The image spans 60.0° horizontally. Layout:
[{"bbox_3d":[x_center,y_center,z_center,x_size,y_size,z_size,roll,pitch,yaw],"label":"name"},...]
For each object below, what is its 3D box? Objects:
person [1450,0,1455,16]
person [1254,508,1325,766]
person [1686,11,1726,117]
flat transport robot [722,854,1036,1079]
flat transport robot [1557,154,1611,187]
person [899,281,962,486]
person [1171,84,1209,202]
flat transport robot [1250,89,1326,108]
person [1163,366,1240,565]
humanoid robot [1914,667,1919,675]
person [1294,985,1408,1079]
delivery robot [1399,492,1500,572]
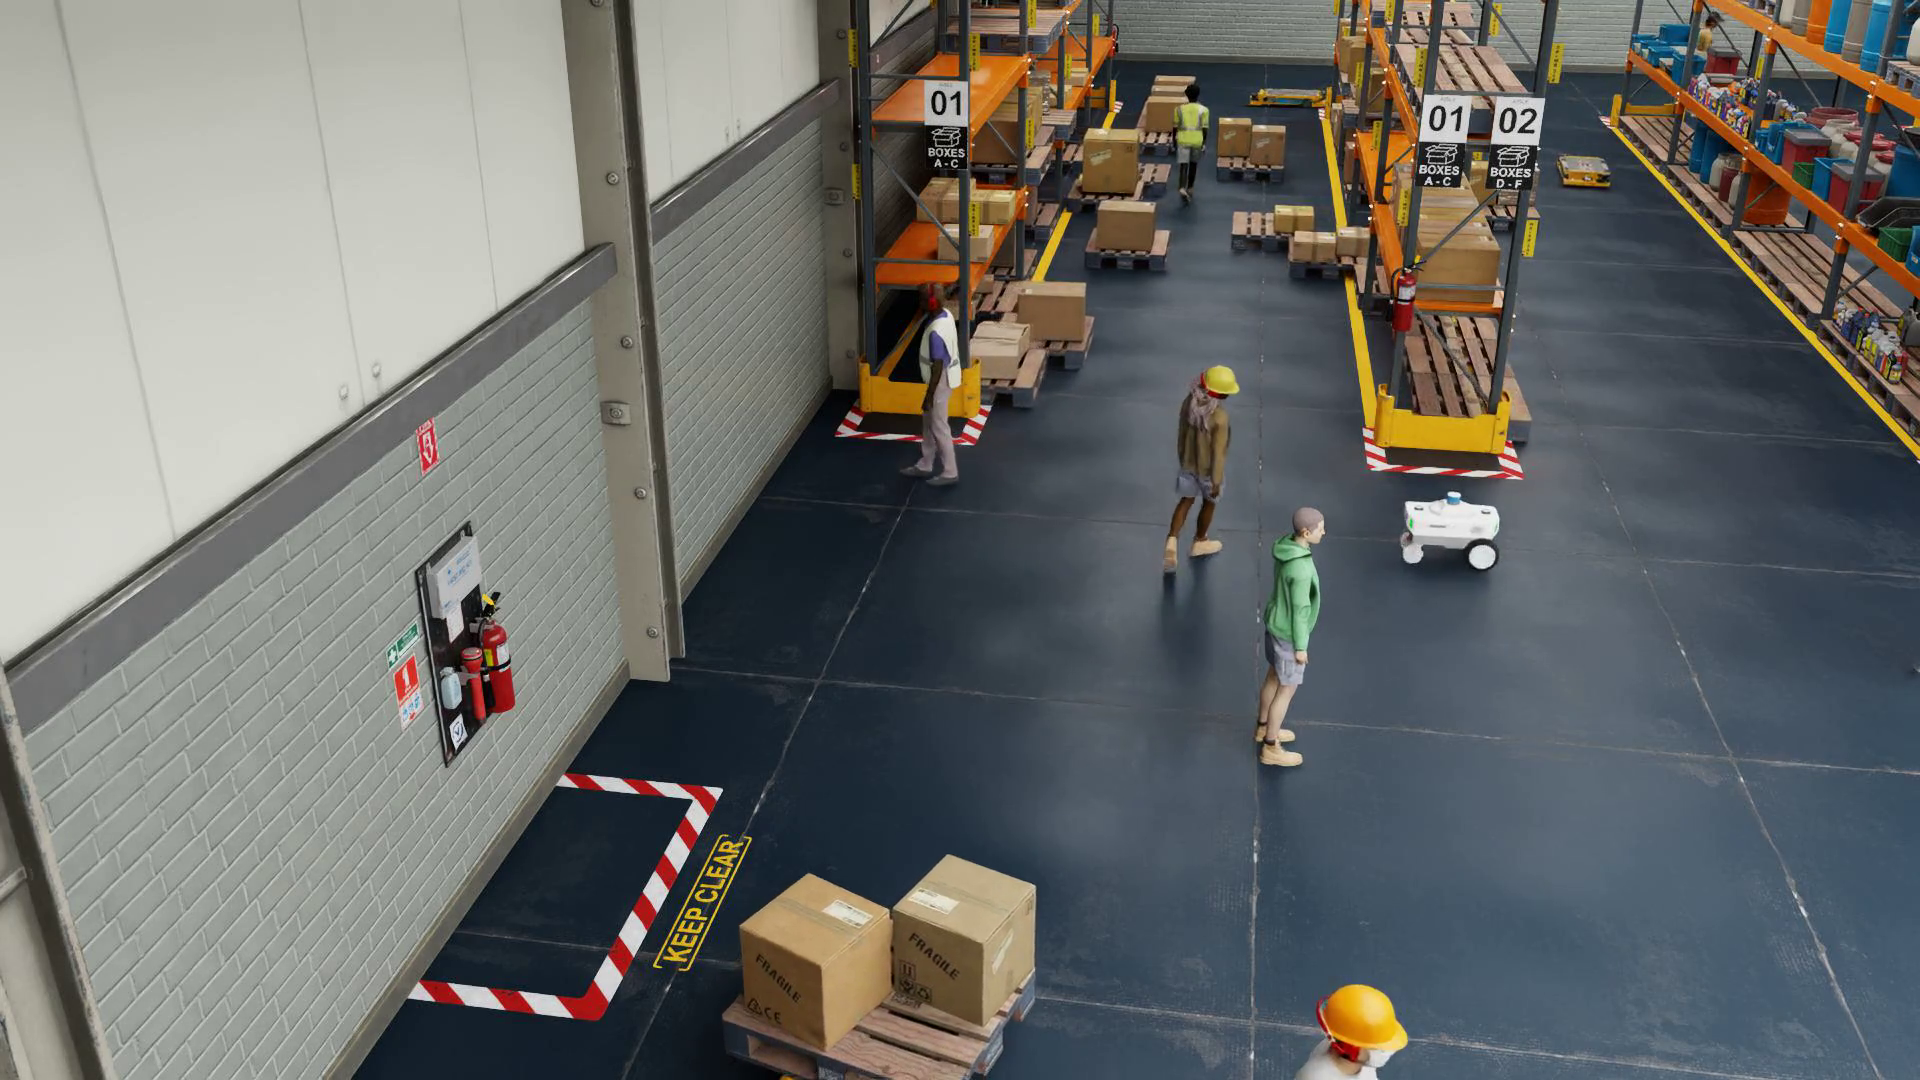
[{"bbox_3d":[9.240,-9.398,31.701,0.523,1.769,0.313,-3,25,-7],"label":"person"},{"bbox_3d":[2.045,0.595,10.370,0.315,1.727,0.477,-1,25,-3],"label":"person"},{"bbox_3d":[13.264,-8.472,29.631,0.437,1.837,0.562,6,26,13],"label":"person"},{"bbox_3d":[-0.393,2.460,8.093,0.659,0.231,1.431,12,27,23],"label":"flat transport robot"},{"bbox_3d":[9.534,-5.646,25.442,0.659,0.231,1.431,6,26,13],"label":"flat transport robot"},{"bbox_3d":[-0.235,-1.345,14.401,0.510,1.841,0.573,1,25,1],"label":"person"},{"bbox_3d":[3.298,-5.704,23.950,0.534,1.643,0.847,3,25,7],"label":"person"},{"bbox_3d":[6.124,-8.218,30.946,1.431,0.231,0.659,4,25,9],"label":"flat transport robot"},{"bbox_3d":[1.870,-0.580,12.898,0.541,1.700,0.704,22,33,39],"label":"person"},{"bbox_3d":[6.868,0.289,11.113,0.788,1.859,0.531,12,28,24],"label":"humanoid robot"},{"bbox_3d":[1.390,2.435,6.246,0.399,1.886,0.558,16,30,31],"label":"person"},{"bbox_3d":[3.914,-0.081,13.214,0.810,0.612,0.499,3,25,7],"label":"delivery robot"}]
